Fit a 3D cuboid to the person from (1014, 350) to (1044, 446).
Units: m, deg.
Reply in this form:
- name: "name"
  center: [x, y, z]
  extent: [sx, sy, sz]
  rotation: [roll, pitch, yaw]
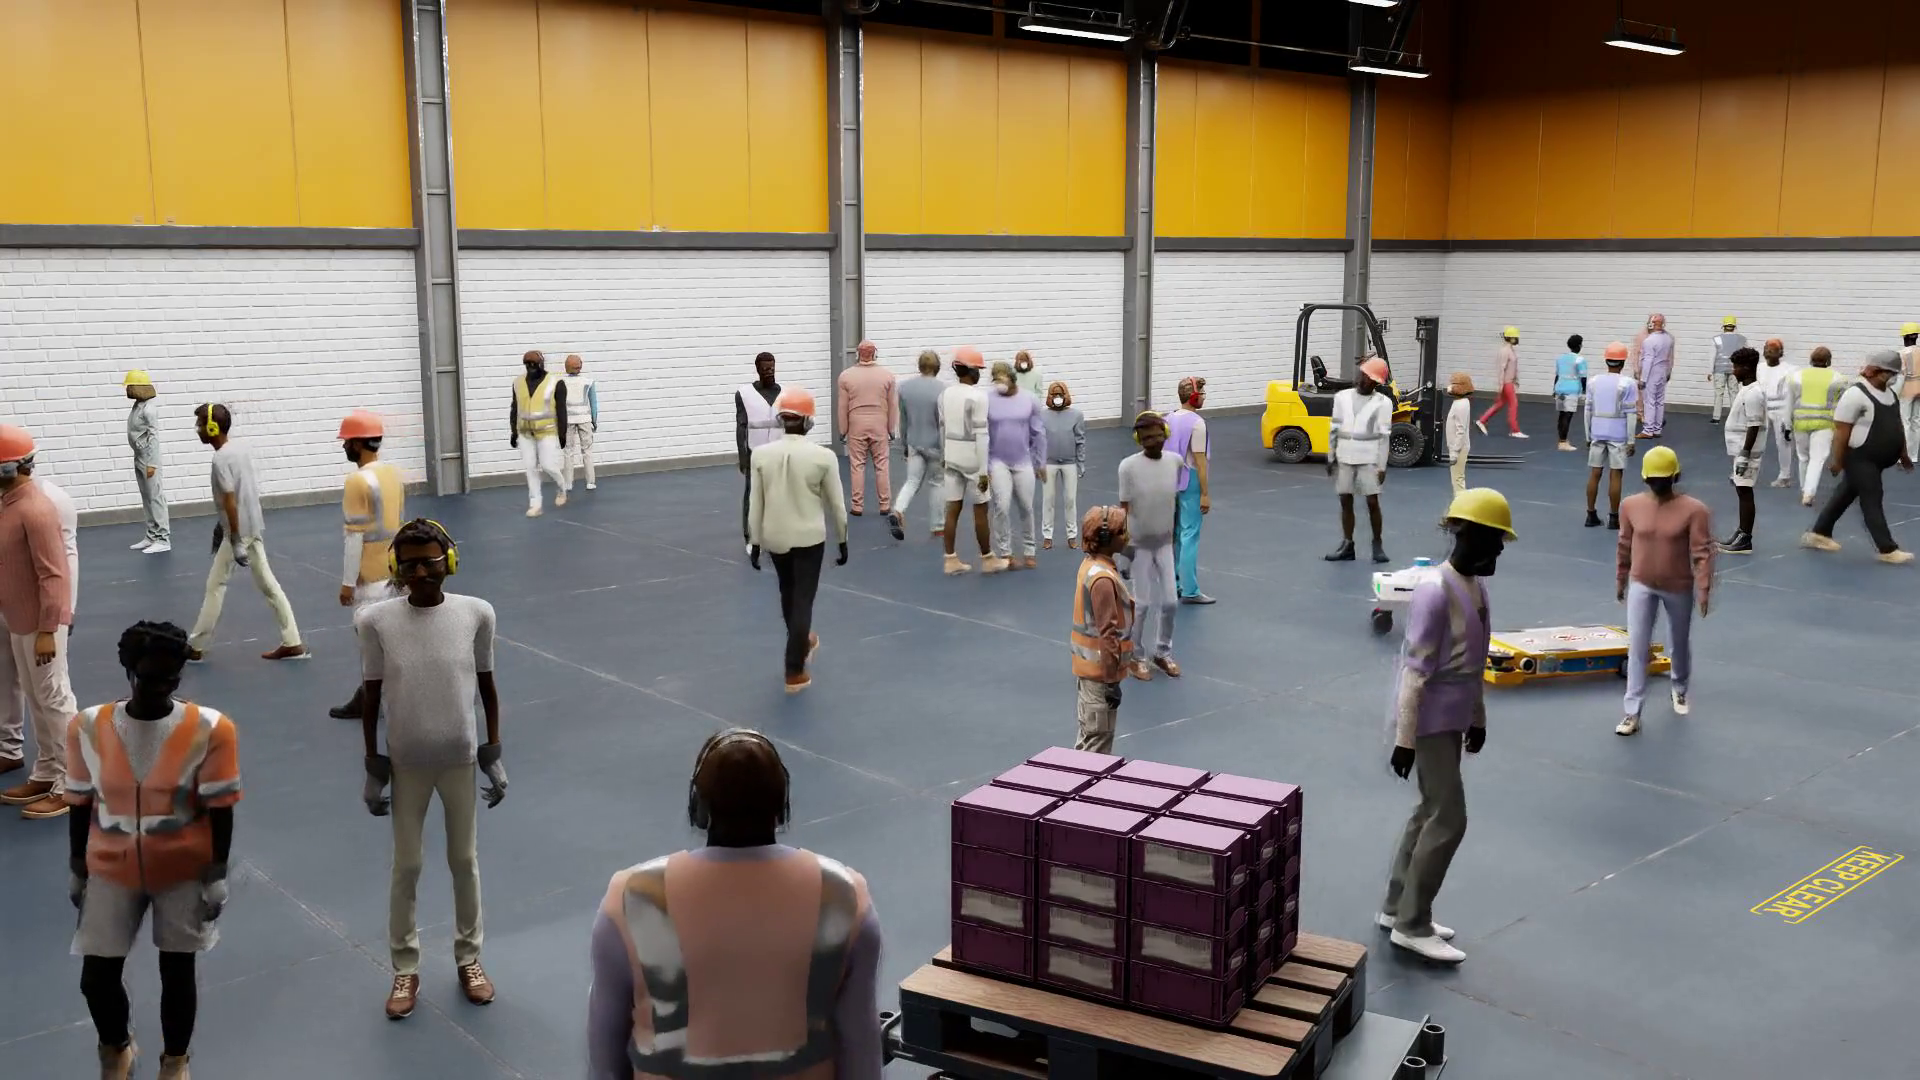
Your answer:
- name: "person"
  center: [0.823, -1.668, 21.583]
  extent: [0.514, 1.615, 0.604]
  rotation: [-2, 10, -9]

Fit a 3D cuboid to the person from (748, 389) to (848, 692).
- name: "person"
  center: [-1.039, -0.029, 11.050]
  extent: [0.637, 1.936, 0.992]
  rotation: [3, 10, 17]

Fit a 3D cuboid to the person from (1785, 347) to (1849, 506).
- name: "person"
  center: [9.740, -1.297, 18.918]
  extent: [0.643, 1.796, 0.971]
  rotation: [7, 12, 35]

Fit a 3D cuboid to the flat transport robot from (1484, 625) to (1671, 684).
- name: "flat transport robot"
  center: [4.067, 0.764, 11.284]
  extent: [1.431, 0.197, 0.652]
  rotation: [-3, 10, -16]

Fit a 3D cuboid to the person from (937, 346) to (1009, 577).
- name: "person"
  center: [0.099, -0.684, 14.647]
  extent: [0.584, 2.041, 0.642]
  rotation: [-9, 13, -43]

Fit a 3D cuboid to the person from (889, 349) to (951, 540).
- name: "person"
  center: [-0.382, -0.919, 16.386]
  extent: [0.631, 1.915, 0.808]
  rotation: [5, 11, 28]

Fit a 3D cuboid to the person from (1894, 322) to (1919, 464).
- name: "person"
  center: [12.834, -1.981, 22.536]
  extent: [0.585, 1.921, 0.383]
  rotation: [-5, 11, -25]

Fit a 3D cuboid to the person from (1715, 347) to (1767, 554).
- name: "person"
  center: [7.434, -0.847, 15.781]
  extent: [0.378, 1.959, 0.604]
  rotation: [4, 10, 22]

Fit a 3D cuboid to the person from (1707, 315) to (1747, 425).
- name: "person"
  center: [12.791, -2.831, 27.764]
  extent: [0.591, 1.834, 0.404]
  rotation: [2, 10, 10]

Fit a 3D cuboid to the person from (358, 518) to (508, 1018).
- name: "person"
  center: [-1.956, 0.834, 6.201]
  extent: [0.514, 1.871, 0.327]
  rotation: [-4, 10, -20]

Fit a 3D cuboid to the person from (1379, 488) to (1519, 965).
- name: "person"
  center: [1.974, 0.727, 6.765]
  extent: [0.478, 1.888, 0.640]
  rotation: [6, 11, 32]

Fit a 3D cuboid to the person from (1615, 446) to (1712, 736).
- name: "person"
  center: [4.224, 0.273, 9.990]
  extent: [0.553, 1.711, 0.945]
  rotation: [6, 12, 33]

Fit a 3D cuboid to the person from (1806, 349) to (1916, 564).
- name: "person"
  center: [8.450, -0.844, 15.525]
  extent: [0.687, 2.000, 1.074]
  rotation: [-7, 12, -35]

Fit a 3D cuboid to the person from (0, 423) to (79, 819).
- name: "person"
  center: [-4.682, 0.403, 8.369]
  extent: [0.392, 1.991, 0.613]
  rotation: [-9, 13, -41]

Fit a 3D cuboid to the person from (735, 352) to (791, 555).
- name: "person"
  center: [-1.848, -0.821, 15.748]
  extent: [0.587, 1.920, 0.393]
  rotation: [-6, 12, -33]

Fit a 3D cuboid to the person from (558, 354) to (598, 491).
- name: "person"
  center: [-4.607, -1.402, 19.969]
  extent: [0.513, 1.641, 0.307]
  rotation: [-2, 10, -13]

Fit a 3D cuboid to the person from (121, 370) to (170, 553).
- name: "person"
  center: [-7.769, -0.749, 15.842]
  extent: [0.295, 1.744, 0.484]
  rotation: [-9, 13, -42]

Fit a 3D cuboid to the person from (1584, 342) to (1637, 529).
- name: "person"
  center: [6.724, -1.069, 17.189]
  extent: [0.422, 1.934, 0.561]
  rotation: [-8, 13, -39]

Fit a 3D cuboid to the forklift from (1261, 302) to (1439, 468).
- name: "forklift"
  center: [5.320, -2.157, 22.763]
  extent: [2.313, 2.155, 1.214]
  rotation: [3, 10, 16]

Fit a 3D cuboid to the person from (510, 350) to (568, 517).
- name: "person"
  center: [-4.563, -1.168, 18.109]
  extent: [0.630, 1.815, 0.539]
  rotation: [2, 10, 11]

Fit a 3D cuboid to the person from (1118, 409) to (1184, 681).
- name: "person"
  center: [1.238, 0.042, 10.948]
  extent: [0.540, 1.829, 0.515]
  rotation: [-4, 10, -21]

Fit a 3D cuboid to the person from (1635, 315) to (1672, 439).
- name: "person"
  center: [10.666, -2.510, 25.669]
  extent: [0.639, 1.910, 0.407]
  rotation: [-8, 13, -39]

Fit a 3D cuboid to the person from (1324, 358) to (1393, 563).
- name: "person"
  center: [3.689, -0.722, 15.260]
  extent: [0.652, 1.894, 0.397]
  rotation: [7, 12, 35]

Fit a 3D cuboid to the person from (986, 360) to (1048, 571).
- name: "person"
  center: [0.465, -0.658, 14.860]
  extent: [0.662, 1.901, 0.585]
  rotation: [0, 10, 0]

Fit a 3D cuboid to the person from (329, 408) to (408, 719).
- name: "person"
  center: [-3.436, 0.165, 9.982]
  extent: [0.786, 1.919, 0.544]
  rotation: [0, 10, 3]

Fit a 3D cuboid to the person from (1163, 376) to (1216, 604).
- name: "person"
  center: [1.828, -0.402, 13.502]
  extent: [0.389, 1.848, 0.563]
  rotation: [-4, 11, -24]

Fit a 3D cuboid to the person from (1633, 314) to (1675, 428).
- name: "person"
  center: [11.476, -2.799, 27.531]
  extent: [0.647, 1.853, 1.013]
  rotation: [3, 10, 15]

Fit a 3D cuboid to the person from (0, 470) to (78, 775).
- name: "person"
  center: [-5.064, 0.351, 8.919]
  extent: [0.639, 1.911, 0.406]
  rotation: [1, 10, 4]

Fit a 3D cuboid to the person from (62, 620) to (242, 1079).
- name: "person"
  center: [-2.586, 1.070, 5.356]
  extent: [0.546, 1.676, 0.371]
  rotation: [-2, 10, -11]

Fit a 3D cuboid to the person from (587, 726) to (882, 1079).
- name: "person"
  center: [-0.508, 1.297, 3.750]
  extent: [0.625, 1.793, 1.001]
  rotation: [-3, 10, -16]

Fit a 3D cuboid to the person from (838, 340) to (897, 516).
- name: "person"
  center: [-1.006, -1.210, 18.059]
  extent: [0.642, 1.909, 0.399]
  rotation: [-1, 10, -6]

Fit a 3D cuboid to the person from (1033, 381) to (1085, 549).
- name: "person"
  center: [0.951, -0.718, 16.009]
  extent: [0.503, 1.626, 0.281]
  rotation: [0, 10, 0]

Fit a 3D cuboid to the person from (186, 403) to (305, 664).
- name: "person"
  center: [-5.047, -0.036, 11.478]
  extent: [0.975, 1.808, 0.498]
  rotation: [0, 10, -1]

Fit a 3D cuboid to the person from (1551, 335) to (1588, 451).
- name: "person"
  center: [8.891, -2.139, 24.184]
  extent: [0.564, 1.676, 0.567]
  rotation: [-5, 11, -27]

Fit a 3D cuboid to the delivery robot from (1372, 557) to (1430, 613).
- name: "delivery robot"
  center: [3.457, 0.375, 12.461]
  extent: [0.707, 0.478, 0.477]
  rotation: [2, 10, 10]

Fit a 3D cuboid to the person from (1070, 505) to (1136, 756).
- name: "person"
  center: [0.681, 0.645, 7.980]
  extent: [0.307, 1.641, 0.514]
  rotation: [-1, 10, -4]

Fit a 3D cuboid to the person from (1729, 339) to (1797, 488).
- name: "person"
  center: [9.724, -1.497, 19.973]
  extent: [1.038, 1.821, 0.590]
  rotation: [-6, 12, -33]

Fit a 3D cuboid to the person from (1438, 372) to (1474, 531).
- name: "person"
  center: [5.096, -0.907, 17.080]
  extent: [0.283, 1.636, 0.500]
  rotation: [2, 10, 14]

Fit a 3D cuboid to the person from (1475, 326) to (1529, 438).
- name: "person"
  center: [8.477, -2.473, 25.953]
  extent: [0.831, 1.737, 0.522]
  rotation: [6, 11, 30]
